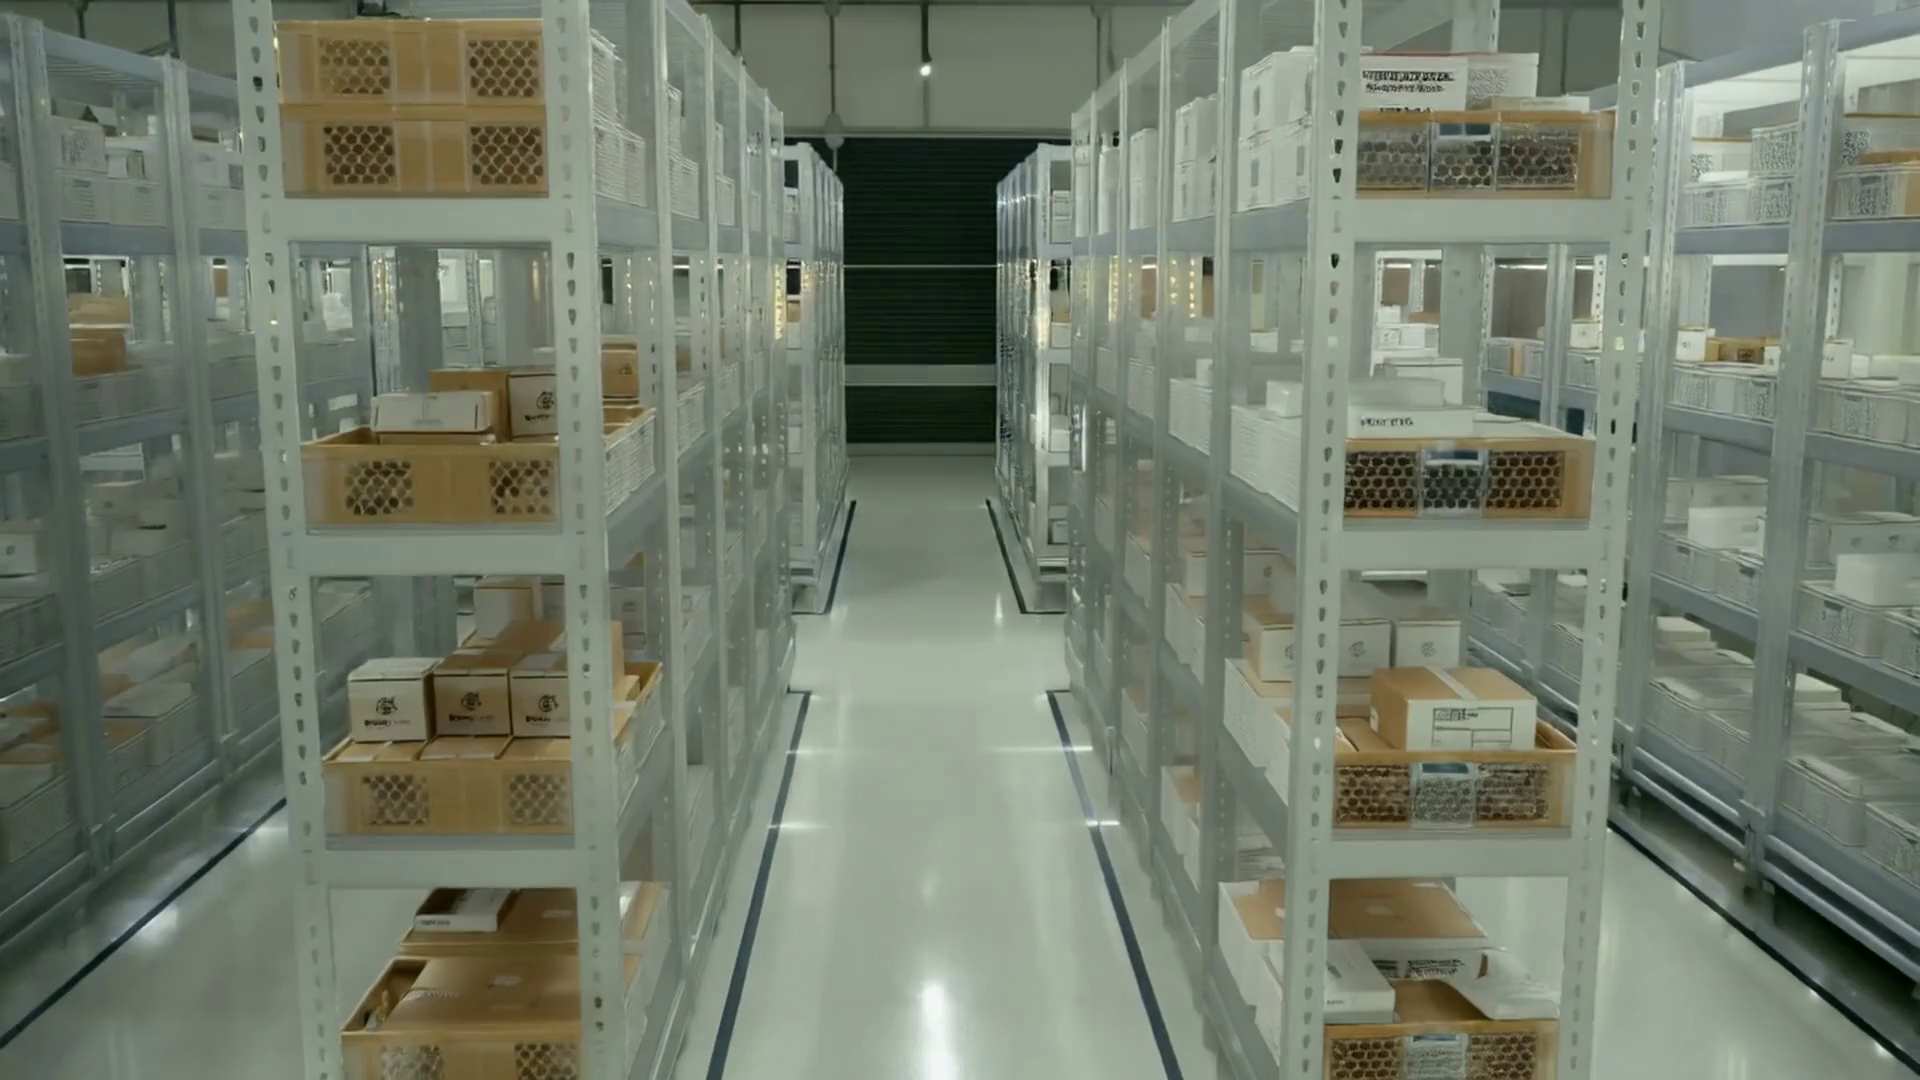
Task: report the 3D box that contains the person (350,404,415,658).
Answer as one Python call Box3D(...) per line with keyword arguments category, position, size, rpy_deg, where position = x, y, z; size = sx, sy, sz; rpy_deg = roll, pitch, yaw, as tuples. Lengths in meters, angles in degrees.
Box3D(category="person", position=(-3.917, -0.008, 10.933), size=(0.848, 1.822, 0.576), rpy_deg=(1, 9, 4))
